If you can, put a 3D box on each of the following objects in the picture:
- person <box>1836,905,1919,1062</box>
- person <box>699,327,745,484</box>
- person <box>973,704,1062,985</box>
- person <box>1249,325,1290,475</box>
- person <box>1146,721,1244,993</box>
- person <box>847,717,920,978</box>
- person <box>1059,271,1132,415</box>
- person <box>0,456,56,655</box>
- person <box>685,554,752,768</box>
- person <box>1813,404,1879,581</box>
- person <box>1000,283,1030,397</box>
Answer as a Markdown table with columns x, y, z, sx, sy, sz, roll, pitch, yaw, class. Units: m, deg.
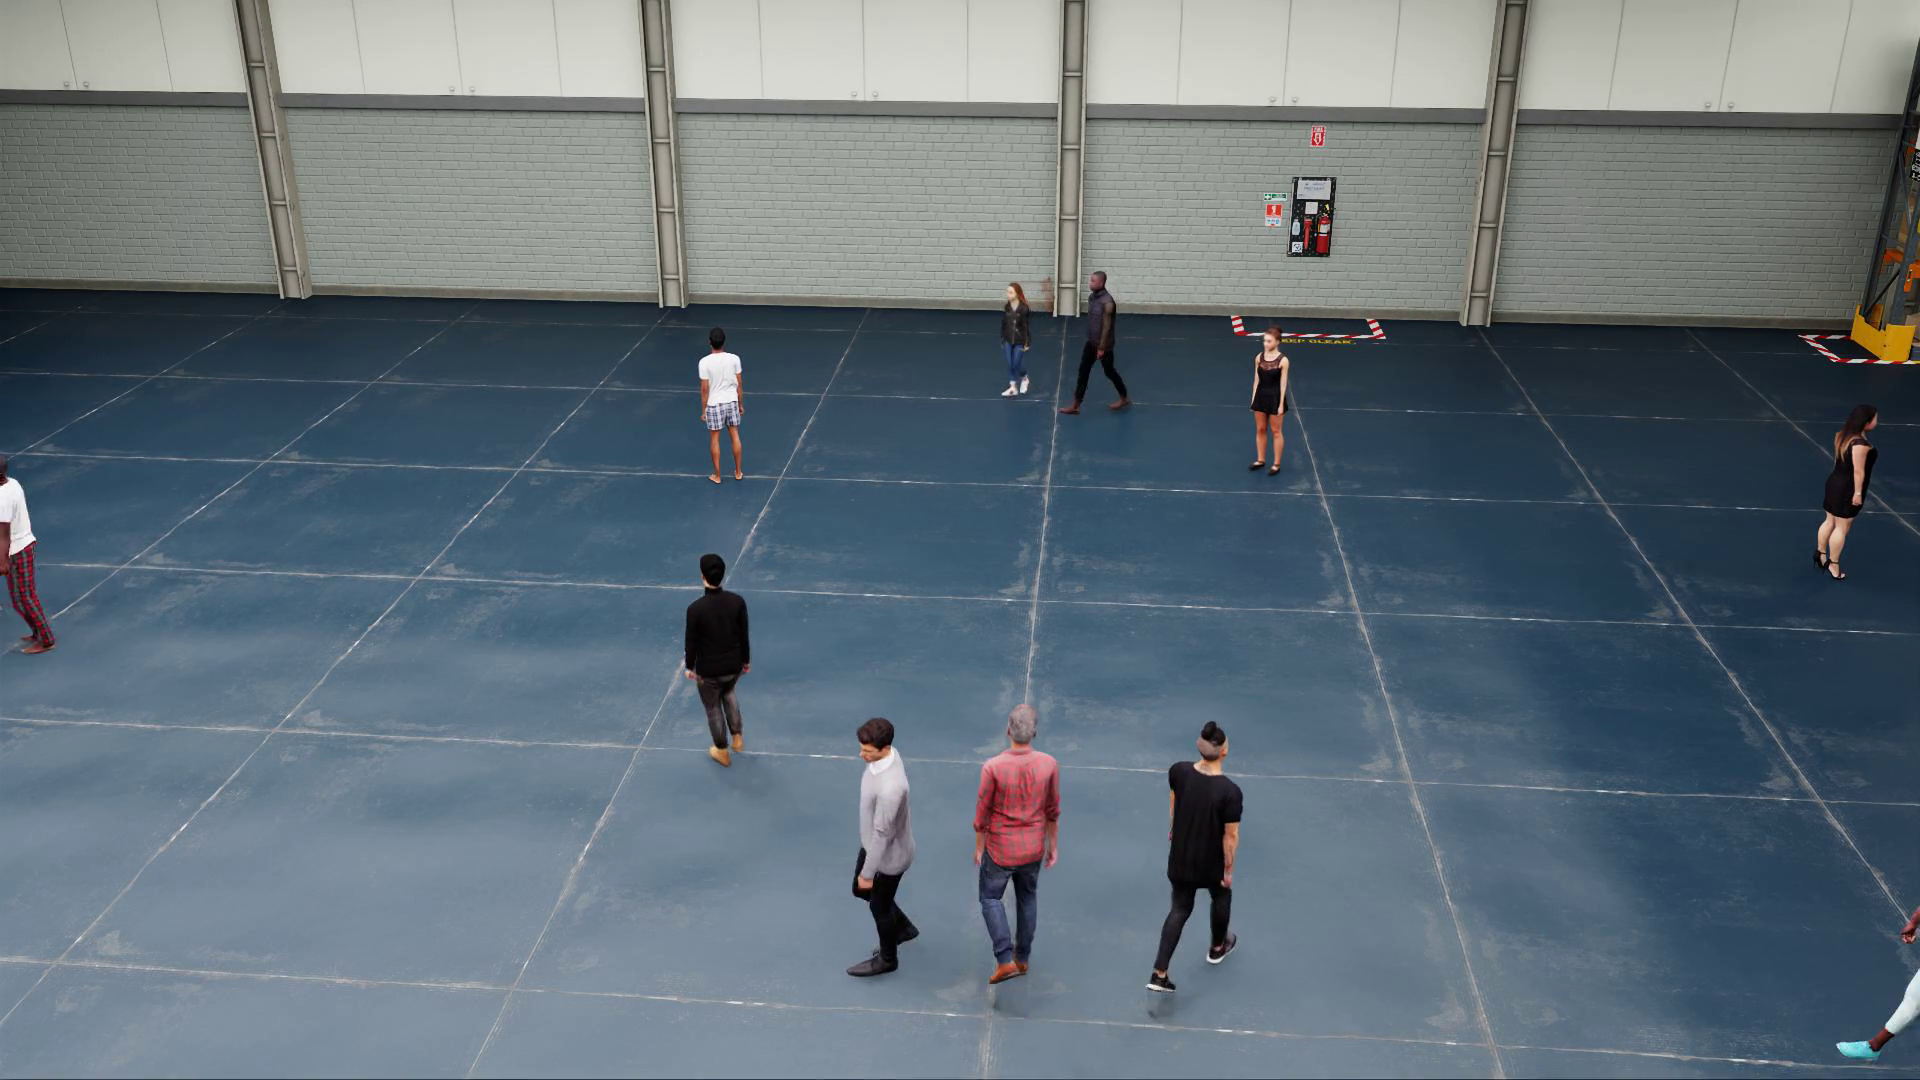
| x | y | z | sx | sy | sz | roll | pitch | yaw | class |
| --- | --- | --- | --- | --- | --- | --- | --- | --- | --- |
| 5.724 | 2.301 | 9.418 | 1.041 | 1.693 | 0.628 | 4 | 23 | 8 | person |
| -2.613 | -1.480 | 18.255 | 0.627 | 1.735 | 0.768 | -9 | 25 | -20 | person |
| 0.354 | 1.911 | 10.189 | 0.884 | 1.808 | 0.905 | -6 | 24 | -14 | person |
| 3.462 | -1.566 | 18.531 | 0.669 | 1.678 | 0.748 | 19 | 30 | 38 | person |
| 1.413 | 1.936 | 10.100 | 1.200 | 1.831 | 1.152 | 17 | 28 | 34 | person |
| -0.372 | 1.875 | 10.164 | 0.887 | 1.893 | 0.903 | -4 | 23 | -9 | person |
| 1.800 | -2.384 | 20.313 | 1.326 | 1.788 | 1.135 | -11 | 25 | -24 | person |
| -8.201 | 0.094 | 14.448 | 0.705 | 1.819 | 0.769 | -1 | 23 | -1 | person |
| -1.803 | 0.945 | 12.580 | 0.720 | 1.714 | 0.796 | -15 | 27 | -31 | person |
| 8.471 | -0.476 | 15.916 | 0.598 | 1.718 | 0.655 | 1 | 23 | 2 | person |
| 0.748 | -2.545 | 21.097 | 0.693 | 1.472 | 0.760 | 19 | 29 | 37 | person |
